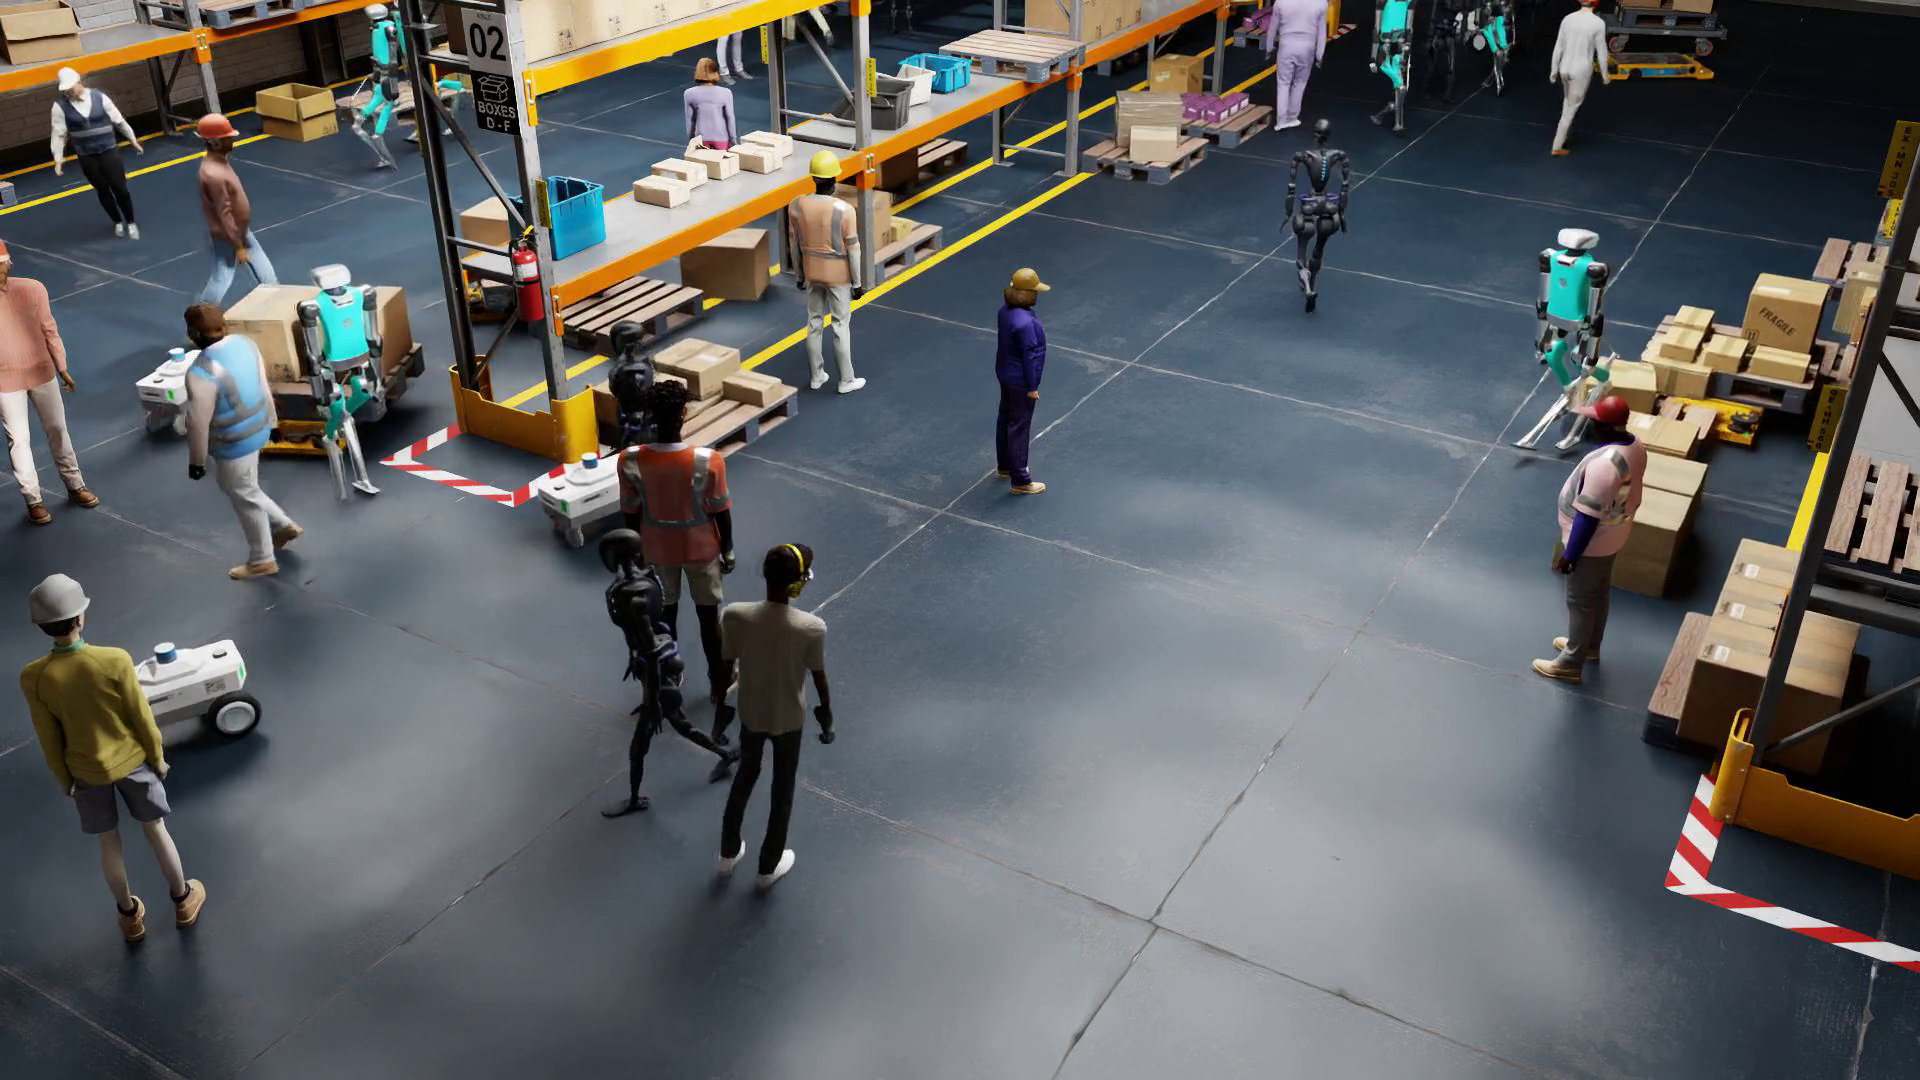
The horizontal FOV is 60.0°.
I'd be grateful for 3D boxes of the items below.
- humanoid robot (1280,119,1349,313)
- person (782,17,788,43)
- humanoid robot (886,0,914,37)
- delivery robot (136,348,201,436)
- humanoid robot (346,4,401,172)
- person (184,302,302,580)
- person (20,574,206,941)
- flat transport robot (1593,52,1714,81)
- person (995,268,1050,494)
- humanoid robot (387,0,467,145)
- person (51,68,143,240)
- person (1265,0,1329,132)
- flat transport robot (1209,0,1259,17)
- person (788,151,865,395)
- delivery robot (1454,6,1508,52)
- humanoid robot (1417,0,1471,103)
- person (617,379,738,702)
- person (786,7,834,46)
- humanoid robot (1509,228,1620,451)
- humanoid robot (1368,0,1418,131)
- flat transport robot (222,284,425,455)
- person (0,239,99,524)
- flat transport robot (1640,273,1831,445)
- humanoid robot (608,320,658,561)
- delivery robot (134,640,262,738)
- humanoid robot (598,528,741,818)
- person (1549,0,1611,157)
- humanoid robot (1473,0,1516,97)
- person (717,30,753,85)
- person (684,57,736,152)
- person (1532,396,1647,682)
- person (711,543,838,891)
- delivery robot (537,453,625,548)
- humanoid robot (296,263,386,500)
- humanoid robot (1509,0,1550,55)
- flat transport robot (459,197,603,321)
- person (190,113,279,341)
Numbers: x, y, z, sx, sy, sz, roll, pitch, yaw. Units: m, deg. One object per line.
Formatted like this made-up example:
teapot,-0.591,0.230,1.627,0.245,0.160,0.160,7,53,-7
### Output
humanoid robot,3.143,-2.840,14.563,0.591,1.633,0.697,-2,30,-4
person,-2.576,-7.847,23.153,0.711,1.917,0.569,15,33,25
humanoid robot,-0.832,-8.054,23.743,0.599,1.657,0.315,10,31,17
delivery robot,-5.927,-1.175,12.719,0.499,0.583,0.758,8,30,13
humanoid robot,-6.387,-4.830,18.062,0.713,1.851,0.534,-22,36,-34
person,-4.573,-0.610,10.447,0.480,1.823,0.603,-3,30,-6
person,-3.843,1.011,7.515,0.471,1.885,0.397,-11,31,-19
flat transport robot,9.153,-6.272,22.037,1.431,0.231,0.659,-1,29,-1
person,0.433,-1.110,11.530,0.353,1.619,0.456,-9,31,-16
humanoid robot,-5.993,-5.332,18.883,0.530,1.728,1.009,15,33,24
person,-8.327,-3.723,16.058,0.782,1.711,0.595,-14,32,-23
person,3.908,-5.699,19.395,0.693,1.875,0.636,7,30,12
flat transport robot,4.441,-8.227,25.496,1.431,0.231,0.659,-11,31,-19
person,-1.026,-2.061,12.904,0.585,1.928,0.366,12,32,20
delivery robot,7.295,-7.191,23.391,0.499,0.614,0.818,-21,36,-33
humanoid robot,5.995,-6.227,20.541,0.584,1.630,0.637,-10,31,-18
person,-1.535,0.031,9.165,0.605,1.966,0.368,1,29,1
person,-2.180,-7.757,23.223,0.915,1.689,0.579,25,38,37
humanoid robot,4.412,-1.410,11.898,0.879,1.738,0.560,-19,35,-30
humanoid robot,5.130,-5.557,19.349,0.536,1.785,1.043,-9,31,-15
flat transport robot,-4.845,-1.041,12.784,0.659,0.231,1.431,2,30,4
person,-6.263,-1.087,11.111,0.376,1.997,0.610,24,37,36
flat transport robot,5.955,-1.147,12.971,0.659,0.231,1.431,16,33,27
humanoid robot,-2.068,-0.623,10.604,0.331,1.649,0.600,-14,32,-23
delivery robot,-4.281,0.841,9.174,0.777,0.605,0.522,-18,34,-29
humanoid robot,-1.505,0.651,8.425,0.793,1.623,0.590,-12,32,-20
person,6.983,-5.269,18.645,0.815,1.865,0.588,-20,35,-31
humanoid robot,6.834,-6.498,20.968,0.553,1.774,0.954,-5,30,-8
person,-2.995,-6.889,21.428,0.429,1.945,0.489,23,36,34
person,-2.477,-3.980,16.601,0.498,1.629,0.288,2,30,4
person,3.592,-0.016,9.475,0.418,1.749,0.608,21,36,33
person,-0.882,0.846,7.857,0.569,1.827,0.438,6,30,10
delivery robot,-2.441,-0.308,11.210,0.515,0.609,0.780,26,38,37
humanoid robot,-4.249,-1.057,11.371,0.530,1.834,0.728,-26,39,-38
humanoid robot,7.841,-7.519,22.809,0.586,1.644,0.337,-4,30,-7
flat transport robot,-3.725,-2.232,14.890,1.431,0.231,0.659,-11,31,-18
person,-6.050,-2.549,13.759,1.046,1.945,0.636,-7,30,-12
